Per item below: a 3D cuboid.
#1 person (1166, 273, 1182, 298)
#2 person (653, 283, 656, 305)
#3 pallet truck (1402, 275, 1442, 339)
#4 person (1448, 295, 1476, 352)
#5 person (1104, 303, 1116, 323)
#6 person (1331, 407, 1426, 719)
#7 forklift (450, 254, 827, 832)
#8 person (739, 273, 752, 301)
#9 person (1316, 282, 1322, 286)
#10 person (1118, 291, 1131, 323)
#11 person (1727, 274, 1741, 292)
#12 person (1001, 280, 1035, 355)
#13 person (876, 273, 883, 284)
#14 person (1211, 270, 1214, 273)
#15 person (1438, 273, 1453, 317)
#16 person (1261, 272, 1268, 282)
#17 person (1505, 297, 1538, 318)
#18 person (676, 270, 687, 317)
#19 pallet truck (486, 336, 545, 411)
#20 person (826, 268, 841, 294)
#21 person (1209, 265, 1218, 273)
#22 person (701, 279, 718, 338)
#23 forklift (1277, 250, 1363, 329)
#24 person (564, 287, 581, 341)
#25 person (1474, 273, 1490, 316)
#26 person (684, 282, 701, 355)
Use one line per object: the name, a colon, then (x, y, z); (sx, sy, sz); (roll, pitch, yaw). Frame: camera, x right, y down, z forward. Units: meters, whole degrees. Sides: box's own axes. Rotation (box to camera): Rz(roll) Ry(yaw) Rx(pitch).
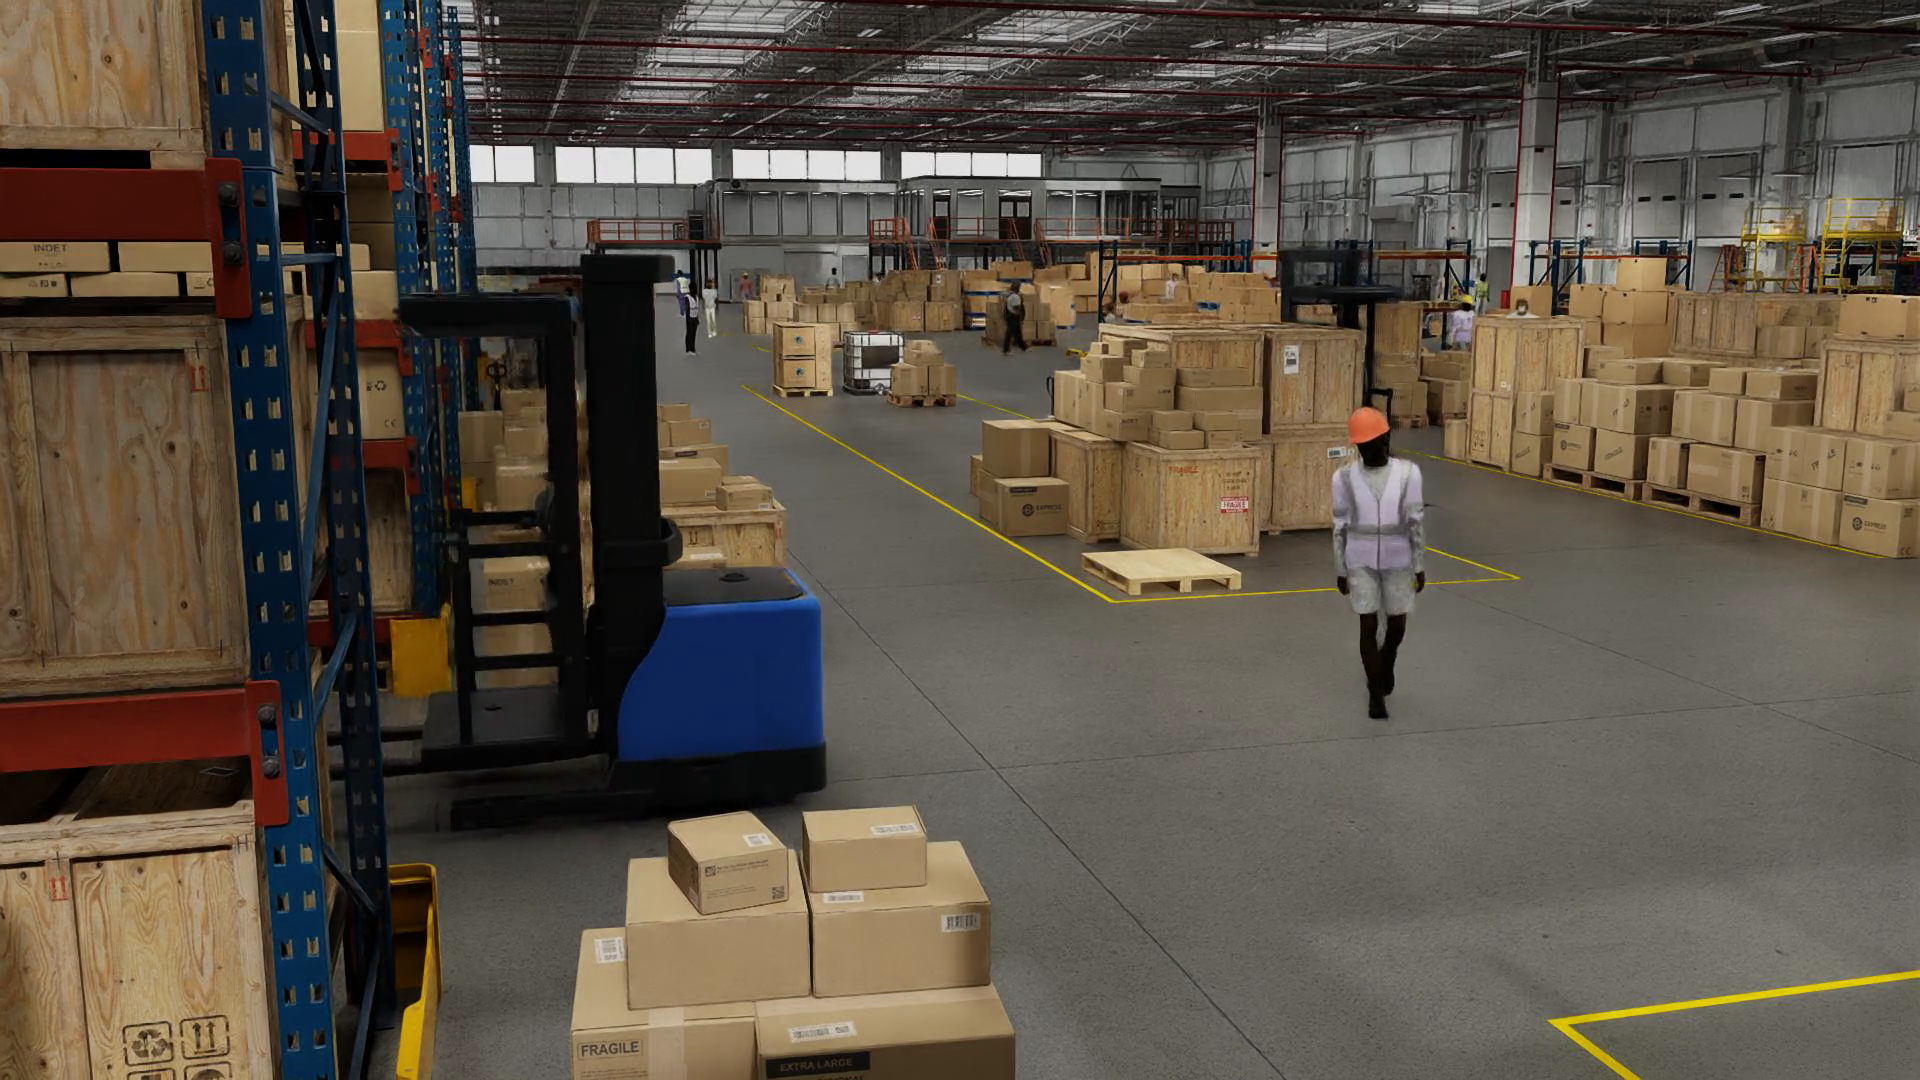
person: (7.913, -8.991, 61.865); (0.625, 1.911, 0.929); (-2, 10, -9)
person: (-11.314, -8.737, 60.438); (0.558, 1.889, 0.710); (1, 10, 6)
pallet truck: (14.620, -7.324, 52.145); (0.823, 1.965, 1.885); (8, 13, 40)
person: (10.505, -4.174, 34.691); (0.587, 1.874, 1.016); (-6, 12, -29)
person: (3.299, -4.520, 37.392); (0.857, 1.594, 0.514); (-1, 10, -3)
person: (2.560, 0.125, 10.199); (0.582, 1.914, 0.554); (2, 10, 12)
forklift: (-1.708, -0.074, 8.593); (1.873, 2.768, 1.129); (-3, 10, -15)
person: (-9.206, -10.594, 71.394); (0.548, 1.724, 0.852); (-2, 10, -9)
person: (11.916, -7.730, 55.327); (0.534, 1.694, 0.321); (5, 11, 25)
person: (3.776, -4.785, 38.178); (0.793, 1.846, 0.595); (3, 10, 14)
person: (26.987, -8.323, 58.097); (0.588, 1.902, 0.541); (-4, 11, -23)
person: (1.517, -5.885, 43.874); (1.014, 2.000, 0.699); (-2, 10, -10)
person: (-3.300, -9.996, 67.807); (1.009, 1.814, 0.541); (-1, 10, -4)
person: (12.391, -12.351, 81.409); (0.482, 1.709, 0.818); (-5, 11, -27)
person: (19.883, -10.064, 68.101); (0.624, 1.844, 0.429); (5, 11, 26)
person: (11.581, -9.228, 63.184); (0.835, 1.913, 0.553); (7, 12, 33)
person: (10.591, -3.634, 31.478); (0.638, 1.923, 0.763); (2, 10, 13)
person: (-11.332, -10.033, 67.715); (0.395, 1.917, 0.590); (4, 11, 23)
pallet truck: (-6.242, -2.418, 24.362); (0.823, 1.965, 1.885); (1, 10, 3)
person: (-5.498, -10.999, 73.133); (0.628, 1.928, 0.881); (4, 11, 22)
person: (12.481, -12.578, 82.027); (0.605, 1.951, 0.383); (-1, 10, -8)
person: (-7.880, -7.274, 52.285); (0.522, 1.851, 0.585); (-1, 10, -3)
forklift: (4.145, -1.981, 19.391); (1.129, 2.768, 1.873); (-3, 10, -15)
person: (-11.697, -6.786, 50.035); (0.542, 1.654, 0.834); (-3, 10, -14)
person: (20.014, -9.302, 63.787); (0.633, 1.841, 0.429); (-1, 10, -5)
person: (-7.114, -5.864, 44.103); (0.397, 1.919, 0.590); (4, 11, 19)
